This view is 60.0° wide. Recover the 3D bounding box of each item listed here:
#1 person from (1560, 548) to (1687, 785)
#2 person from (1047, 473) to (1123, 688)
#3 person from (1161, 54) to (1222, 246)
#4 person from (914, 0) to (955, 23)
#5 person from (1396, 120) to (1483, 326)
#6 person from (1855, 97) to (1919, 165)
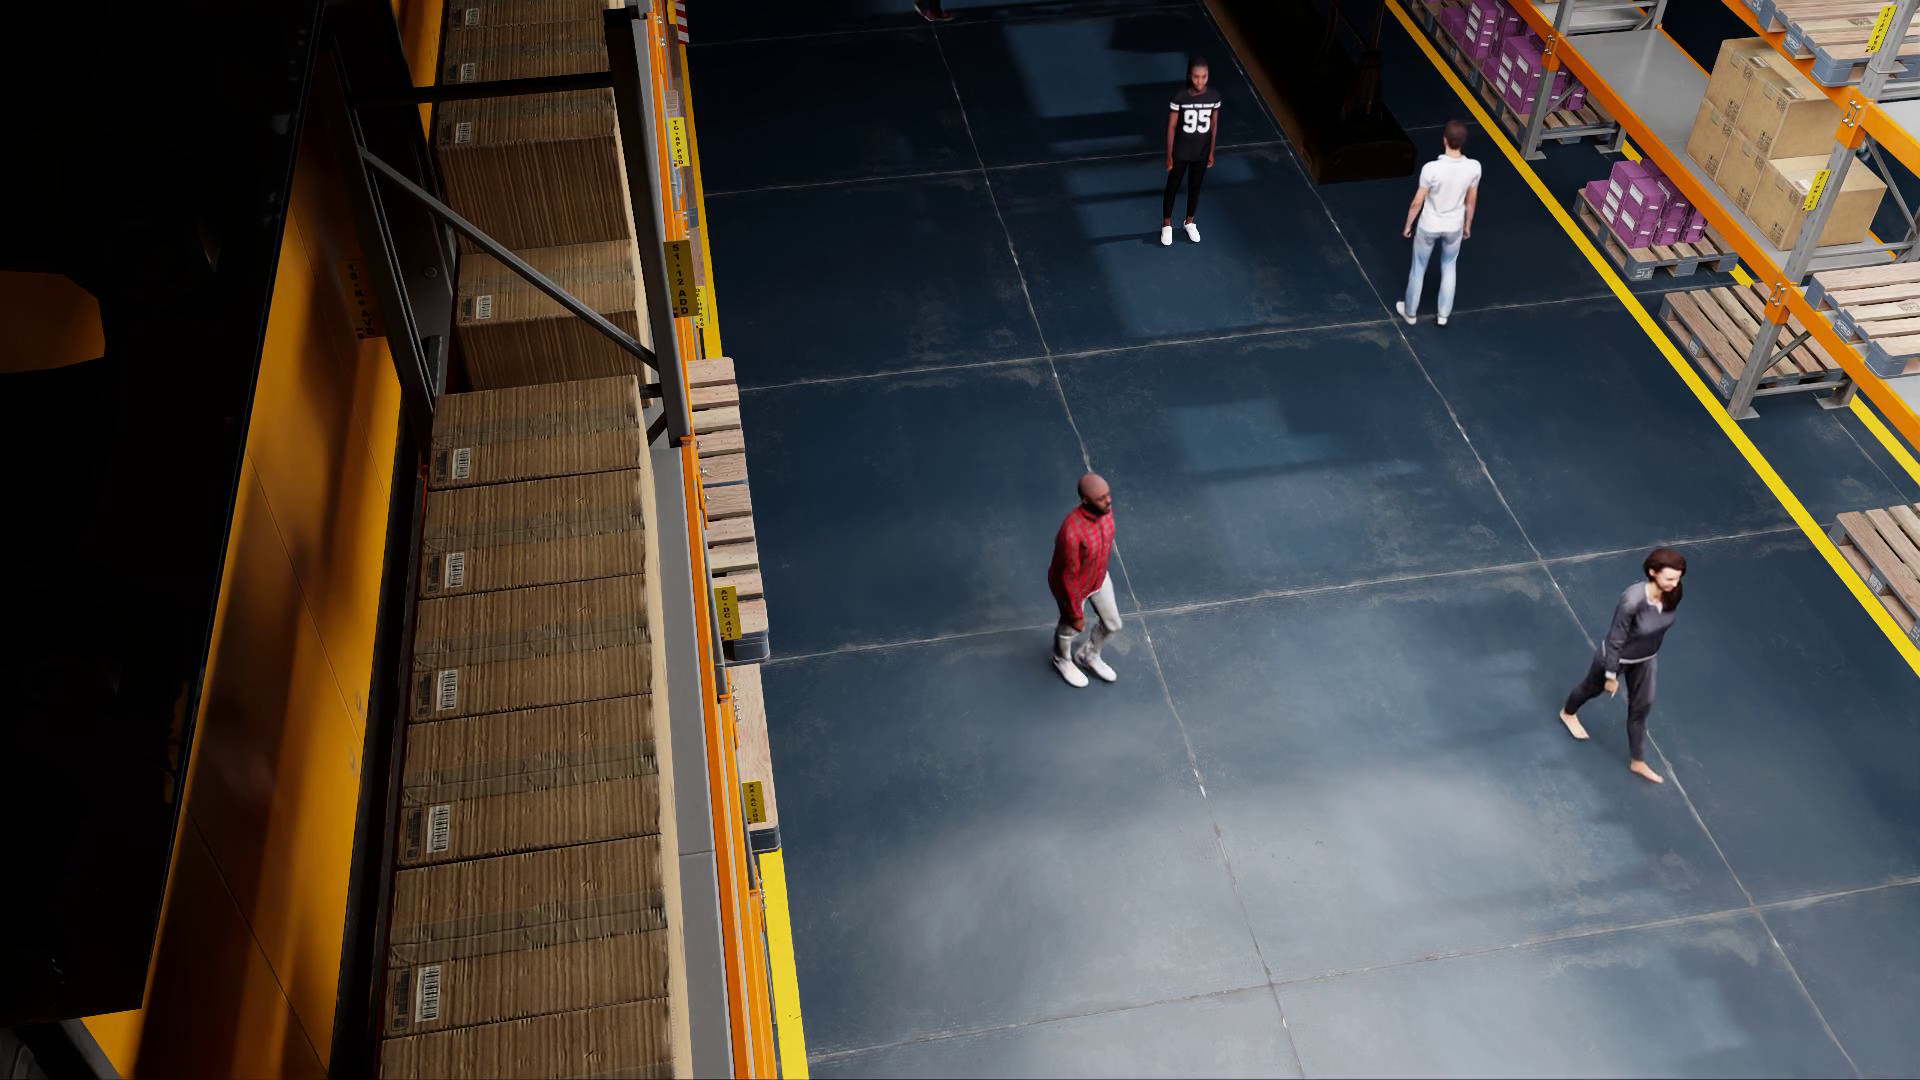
[{"bbox_3d":[4.056,0.652,10.275,0.799,1.733,1.090,-17,46,-17],"label":"person"},{"bbox_3d":[0.704,0.230,10.664,0.866,1.807,0.822,34,53,30],"label":"person"},{"bbox_3d":[2.010,-3.402,14.534,0.599,1.728,0.552,-6,44,-6],"label":"person"},{"bbox_3d":[-0.325,-6.339,17.568,0.740,1.794,0.622,-2,44,-2],"label":"person"},{"bbox_3d":[3.915,-2.529,13.529,0.715,1.850,0.620,-2,44,-2],"label":"person"},{"bbox_3d":[8.322,-3.996,15.100,0.767,1.808,0.718,1,44,1],"label":"person"}]
